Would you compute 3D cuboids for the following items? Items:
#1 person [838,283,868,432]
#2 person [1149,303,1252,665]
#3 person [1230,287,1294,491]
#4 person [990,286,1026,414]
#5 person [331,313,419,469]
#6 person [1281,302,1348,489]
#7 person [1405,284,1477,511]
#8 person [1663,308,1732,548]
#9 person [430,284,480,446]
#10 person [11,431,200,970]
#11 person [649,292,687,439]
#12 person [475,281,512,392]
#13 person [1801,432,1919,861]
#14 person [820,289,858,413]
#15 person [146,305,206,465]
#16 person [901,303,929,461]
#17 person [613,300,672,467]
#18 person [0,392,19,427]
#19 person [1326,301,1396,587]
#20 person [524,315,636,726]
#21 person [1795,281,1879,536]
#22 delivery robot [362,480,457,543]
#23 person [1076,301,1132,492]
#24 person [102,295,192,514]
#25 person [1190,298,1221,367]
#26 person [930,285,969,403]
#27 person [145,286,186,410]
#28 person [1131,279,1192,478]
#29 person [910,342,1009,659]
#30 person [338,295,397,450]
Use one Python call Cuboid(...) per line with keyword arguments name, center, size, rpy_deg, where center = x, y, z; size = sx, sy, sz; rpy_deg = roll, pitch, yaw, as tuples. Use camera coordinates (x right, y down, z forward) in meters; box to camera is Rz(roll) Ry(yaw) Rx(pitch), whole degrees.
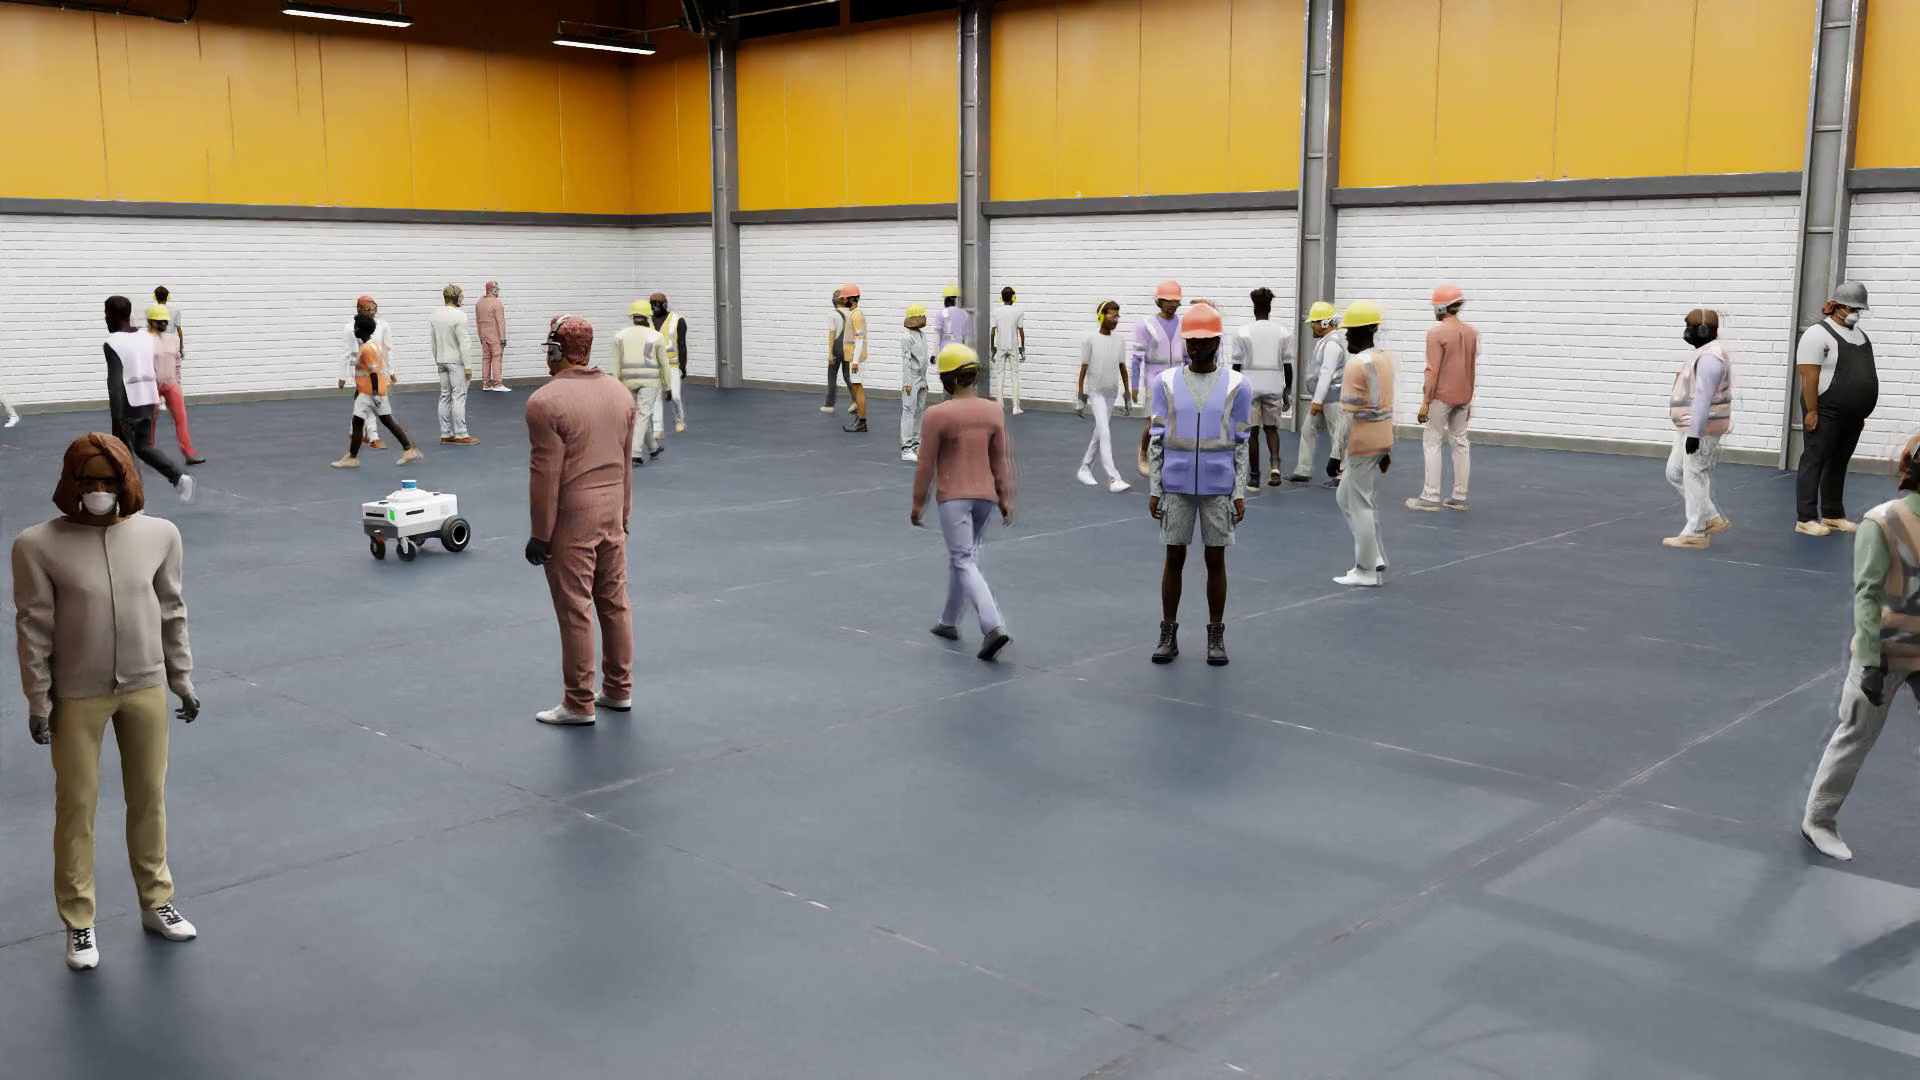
Cuboid(name="person", center=(-1.394, -2.367, 21.651), size=(0.376, 1.933, 0.551), rpy_deg=(-1, 9, -6))
Cuboid(name="person", center=(1.278, -0.291, 8.914), size=(0.543, 1.939, 0.356), rpy_deg=(2, 9, 11))
Cuboid(name="person", center=(2.867, -1.430, 15.857), size=(0.596, 1.947, 0.431), rpy_deg=(-1, 9, -3))
Cuboid(name="person", center=(0.697, -2.768, 24.321), size=(0.532, 1.864, 0.312), rpy_deg=(2, 9, 9))
Cuboid(name="person", center=(-6.247, -1.590, 17.744), size=(0.883, 1.656, 0.529), rpy_deg=(-2, 9, -12))
Cuboid(name="person", center=(3.435, -1.377, 15.978), size=(0.774, 1.793, 0.619), rpy_deg=(0, 9, 1))
Cuboid(name="person", center=(4.245, -1.239, 14.616), size=(0.671, 1.983, 0.465), rpy_deg=(-6, 11, -34))
Cuboid(name="person", center=(5.598, -0.838, 12.619), size=(0.432, 1.830, 0.628), rpy_deg=(3, 10, 19))
Cuboid(name="person", center=(-6.081, -2.095, 19.969), size=(0.635, 1.937, 0.353), rpy_deg=(7, 12, 36))
Cuboid(name="person", center=(-2.616, 0.477, 5.129), size=(0.279, 1.633, 0.497), rpy_deg=(9, 13, 44))
Cuboid(name="person", center=(-3.717, -2.176, 20.796), size=(0.649, 1.831, 0.532), rpy_deg=(1, 9, 9))
Cuboid(name="person", center=(-8.060, -3.513, 28.760), size=(0.646, 1.907, 0.401), rpy_deg=(7, 11, 36))
Cuboid(name="person", center=(3.270, 0.406, 5.700), size=(0.539, 1.590, 0.880), rpy_deg=(-1, 9, -9))
Cuboid(name="person", center=(-1.736, -2.766, 24.447), size=(0.520, 1.825, 0.773), rpy_deg=(-9, 13, -43))
Cuboid(name="person", center=(-8.501, -1.640, 17.802), size=(0.833, 1.727, 0.553), rpy_deg=(5, 11, 30))
Cuboid(name="person", center=(-0.486, -1.760, 18.502), size=(0.282, 1.746, 0.493), rpy_deg=(4, 10, 24))
Cuboid(name="person", center=(-3.418, -1.707, 18.055), size=(0.614, 1.781, 0.954), rpy_deg=(3, 10, 18))
Cuboid(name="person", center=(-12.970, -2.265, 22.072), size=(0.510, 1.592, 0.847), rpy_deg=(4, 10, 21))
Cuboid(name="person", center=(2.658, -0.630, 11.090), size=(0.433, 1.912, 0.585), rpy_deg=(6, 11, 32))
Cuboid(name="person", center=(-1.795, -0.089, 7.772), size=(0.399, 1.909, 0.642), rpy_deg=(5, 11, 30))
Cuboid(name="person", center=(7.035, -1.055, 13.283), size=(0.674, 2.000, 0.535), rpy_deg=(-5, 10, -27))
Cuboid(name="delivery robot", center=(-4.067, -0.202, 12.307), size=(0.477, 0.478, 0.707), rpy_deg=(4, 10, 26))
Cuboid(name="person", center=(1.399, -1.390, 16.047), size=(0.535, 1.822, 0.993), rpy_deg=(-5, 11, -29))
Cuboid(name="person", center=(-7.055, -1.150, 14.282), size=(0.669, 1.902, 0.610), rpy_deg=(2, 9, 10))
Cuboid(name="person", center=(2.642, -1.670, 17.756), size=(0.888, 1.820, 0.570), rpy_deg=(-2, 9, -9))
Cuboid(name="person", center=(-0.083, -2.747, 24.106), size=(0.901, 1.896, 0.588), rpy_deg=(9, 13, 44))
Cuboid(name="person", center=(-11.962, -2.886, 25.037), size=(0.532, 1.868, 0.310), rpy_deg=(-5, 11, -30))
Cuboid(name="person", center=(1.999, -1.546, 16.345), size=(0.647, 2.022, 0.537), rpy_deg=(-3, 10, -18))
Cuboid(name="person", center=(0.047, -0.229, 9.206), size=(0.542, 1.725, 0.898), rpy_deg=(-6, 11, -33))
Cuboid(name="person", center=(-7.098, -1.996, 19.777), size=(0.922, 1.829, 0.607), rpy_deg=(6, 11, 34))
